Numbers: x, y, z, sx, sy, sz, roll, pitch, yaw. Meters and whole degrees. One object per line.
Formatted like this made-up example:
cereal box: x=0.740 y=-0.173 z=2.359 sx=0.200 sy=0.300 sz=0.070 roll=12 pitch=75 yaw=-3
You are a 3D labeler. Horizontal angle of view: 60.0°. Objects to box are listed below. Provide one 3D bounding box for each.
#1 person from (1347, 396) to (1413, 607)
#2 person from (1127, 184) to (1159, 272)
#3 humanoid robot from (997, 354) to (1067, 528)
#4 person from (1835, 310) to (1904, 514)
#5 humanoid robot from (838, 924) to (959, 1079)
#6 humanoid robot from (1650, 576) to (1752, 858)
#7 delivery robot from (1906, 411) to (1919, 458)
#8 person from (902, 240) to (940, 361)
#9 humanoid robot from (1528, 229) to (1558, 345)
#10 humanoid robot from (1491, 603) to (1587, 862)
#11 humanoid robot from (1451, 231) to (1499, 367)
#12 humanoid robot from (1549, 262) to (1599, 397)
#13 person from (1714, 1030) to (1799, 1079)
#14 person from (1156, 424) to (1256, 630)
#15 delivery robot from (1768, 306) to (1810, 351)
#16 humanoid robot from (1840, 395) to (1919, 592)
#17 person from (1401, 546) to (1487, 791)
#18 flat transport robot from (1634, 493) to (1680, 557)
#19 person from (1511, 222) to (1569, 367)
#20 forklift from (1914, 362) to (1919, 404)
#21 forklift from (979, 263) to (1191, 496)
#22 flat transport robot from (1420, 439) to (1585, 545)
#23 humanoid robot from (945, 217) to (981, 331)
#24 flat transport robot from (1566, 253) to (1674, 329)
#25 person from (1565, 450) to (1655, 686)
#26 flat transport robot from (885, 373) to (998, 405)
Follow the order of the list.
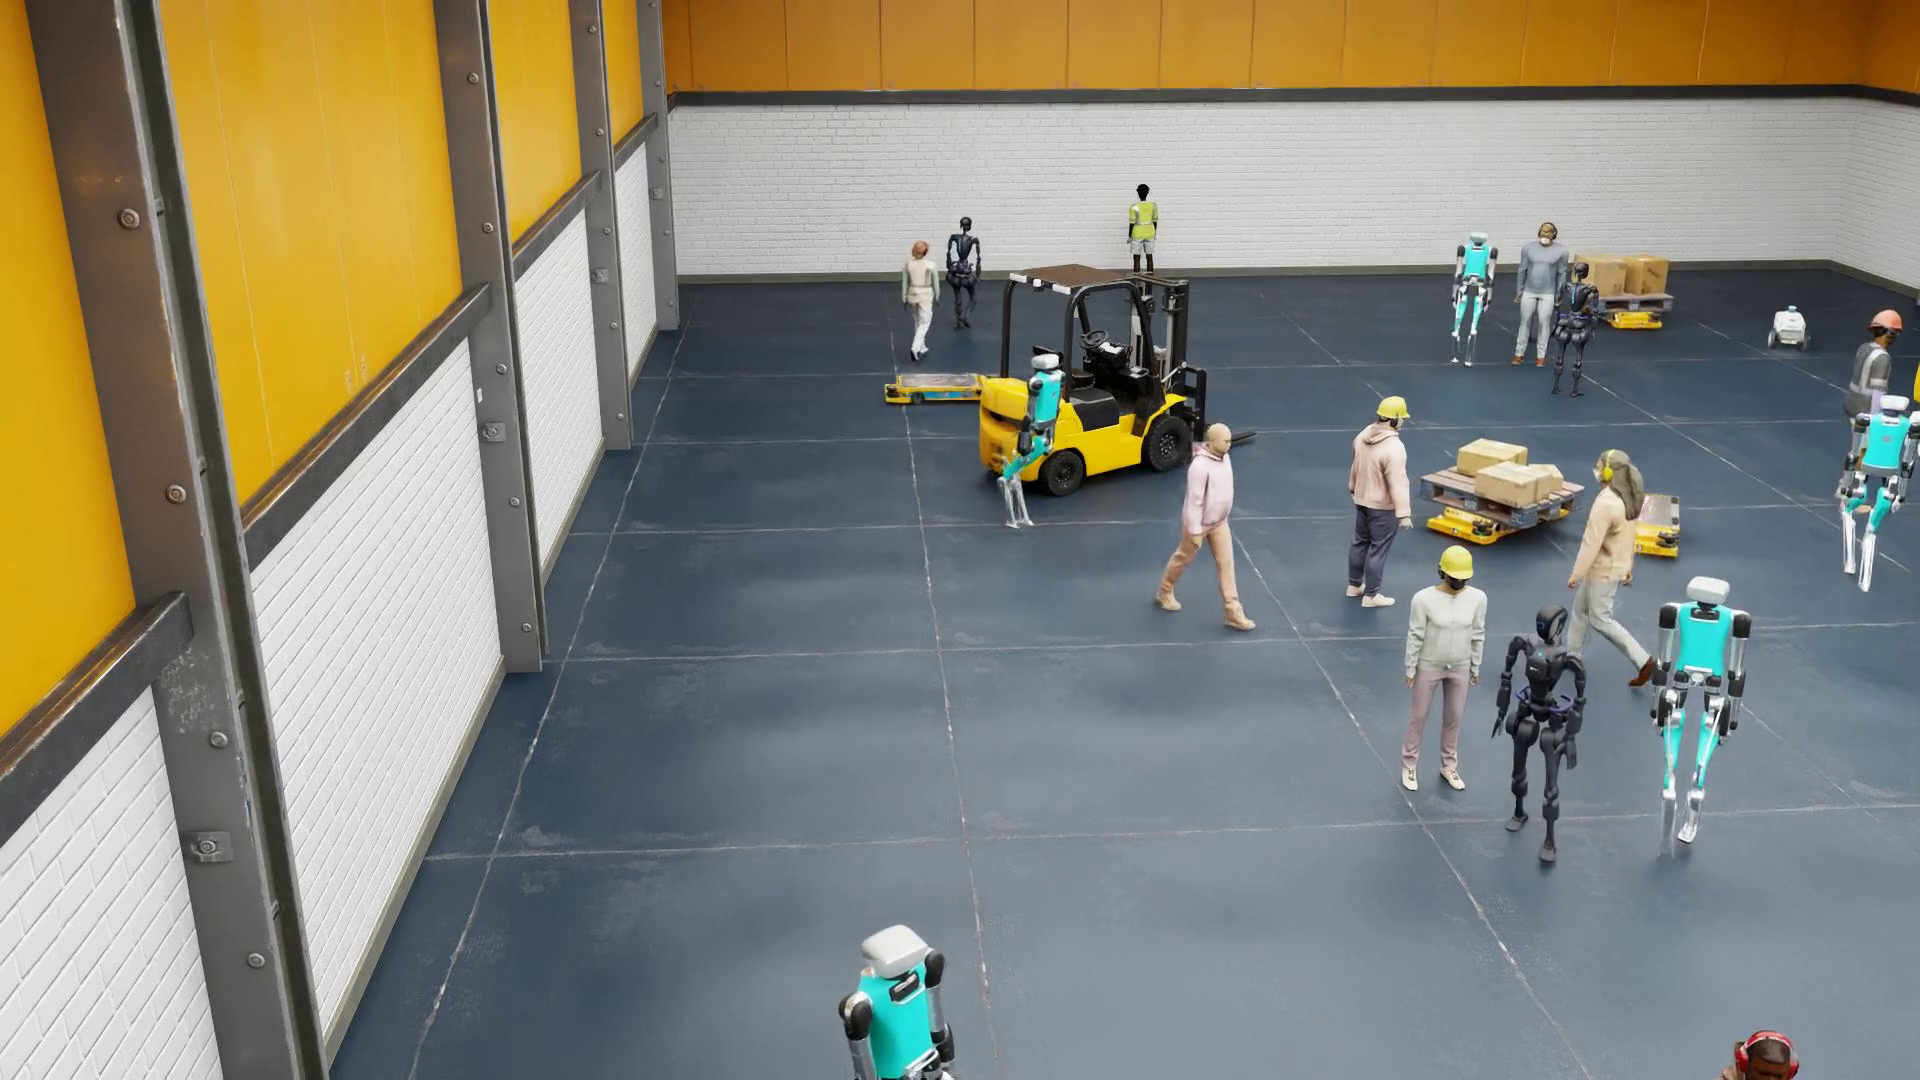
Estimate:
person: x=3.562 y=-0.324 z=14.216 sx=0.434 sy=1.854 sz=0.818 roll=-8 pitch=21 yaw=-20
person: x=2.954 y=-4.909 z=26.934 sx=0.531 sy=1.692 sz=0.320 roll=-6 pitch=21 yaw=-16
humanoid robot: x=0.619 y=-0.944 z=16.107 sx=0.728 sy=1.807 sz=0.531 roll=15 pitch=25 yaw=35
person: x=9.049 y=-1.280 z=16.577 sx=0.441 sy=2.019 sz=0.675 roll=5 pitch=21 yaw=12
humanoid robot: x=-0.002 y=2.494 z=6.764 sx=0.917 sy=1.795 sz=0.556 roll=17 pitch=26 yaw=39
humanoid robot: x=4.518 y=1.218 z=10.334 sx=0.557 sy=1.899 sz=0.758 roll=10 pitch=22 yaw=26
delivery robot: x=10.838 y=-1.163 z=18.407 sx=0.499 sy=0.613 sz=0.803 roll=1 pitch=20 yaw=3
person: x=-0.558 y=-3.241 z=22.517 sx=0.504 sy=1.601 sz=0.793 roll=8 pitch=21 yaw=20
humanoid robot: x=8.180 y=-3.565 z=23.293 sx=0.608 sy=1.648 sz=0.378 roll=-13 pitch=24 yaw=-31
humanoid robot: x=3.632 y=1.157 z=10.441 sx=0.529 sy=1.636 sz=0.623 roll=-18 pitch=27 yaw=-40
humanoid robot: x=6.805 y=-3.170 z=22.133 sx=0.543 sy=1.768 sz=0.824 roll=7 pitch=21 yaw=17
humanoid robot: x=7.655 y=-2.643 z=20.763 sx=0.599 sy=1.657 sz=0.315 roll=18 pitch=26 yaw=39
person: x=3.058 y=2.600 z=6.548 sx=0.461 sy=1.644 sz=0.313 roll=4 pitch=21 yaw=12
person: x=2.054 y=-0.148 z=13.922 sx=0.546 sy=1.724 sz=0.998 roll=-18 pitch=27 yaw=-40
delivery robot: x=11.621 y=-2.977 z=23.307 sx=0.499 sy=0.583 sz=0.765 roll=7 pitch=21 yaw=19
humanoid robot: x=8.109 y=-0.467 z=14.787 sx=0.533 sy=1.793 sz=0.747 roll=9 pitch=22 yaw=22
person: x=3.235 y=0.860 z=11.123 sx=0.526 sy=1.760 sz=0.333 roll=-1 pitch=20 yaw=-4
flat transport robot: x=6.607 y=-0.184 z=16.128 sx=0.659 sy=0.231 sz=1.431 roll=8 pitch=22 yaw=20
person: x=7.707 y=-3.269 z=22.122 sx=0.627 sy=1.934 sz=0.370 roll=9 pitch=22 yaw=24
forklift: x=12.602 y=-2.435 z=19.475 sx=2.313 sy=2.155 sz=1.214 roll=-1 pitch=20 yaw=-4
forklift: x=1.315 y=-1.764 z=17.646 sx=2.313 sy=2.155 sz=1.214 roll=-14 pitch=24 yaw=-33
flat transport robot: x=5.301 y=-0.267 z=16.354 sx=1.431 sy=0.231 sz=0.659 roll=-15 pitch=25 yaw=-36
humanoid robot: x=0.013 y=-3.853 z=24.092 sx=0.600 sy=1.646 sz=0.394 roll=10 pitch=22 yaw=25
flat transport robot: x=9.861 y=-3.415 z=24.932 sx=0.659 sy=0.231 sz=1.431 roll=-2 pitch=20 yaw=-5
person: x=5.010 y=0.216 z=12.764 sx=0.853 sy=1.844 sz=0.537 roll=14 pitch=24 yaw=33
flat transport robot: x=-0.217 y=-1.887 z=20.769 sx=1.431 sy=0.231 sz=0.659 roll=-1 pitch=20 yaw=-3
